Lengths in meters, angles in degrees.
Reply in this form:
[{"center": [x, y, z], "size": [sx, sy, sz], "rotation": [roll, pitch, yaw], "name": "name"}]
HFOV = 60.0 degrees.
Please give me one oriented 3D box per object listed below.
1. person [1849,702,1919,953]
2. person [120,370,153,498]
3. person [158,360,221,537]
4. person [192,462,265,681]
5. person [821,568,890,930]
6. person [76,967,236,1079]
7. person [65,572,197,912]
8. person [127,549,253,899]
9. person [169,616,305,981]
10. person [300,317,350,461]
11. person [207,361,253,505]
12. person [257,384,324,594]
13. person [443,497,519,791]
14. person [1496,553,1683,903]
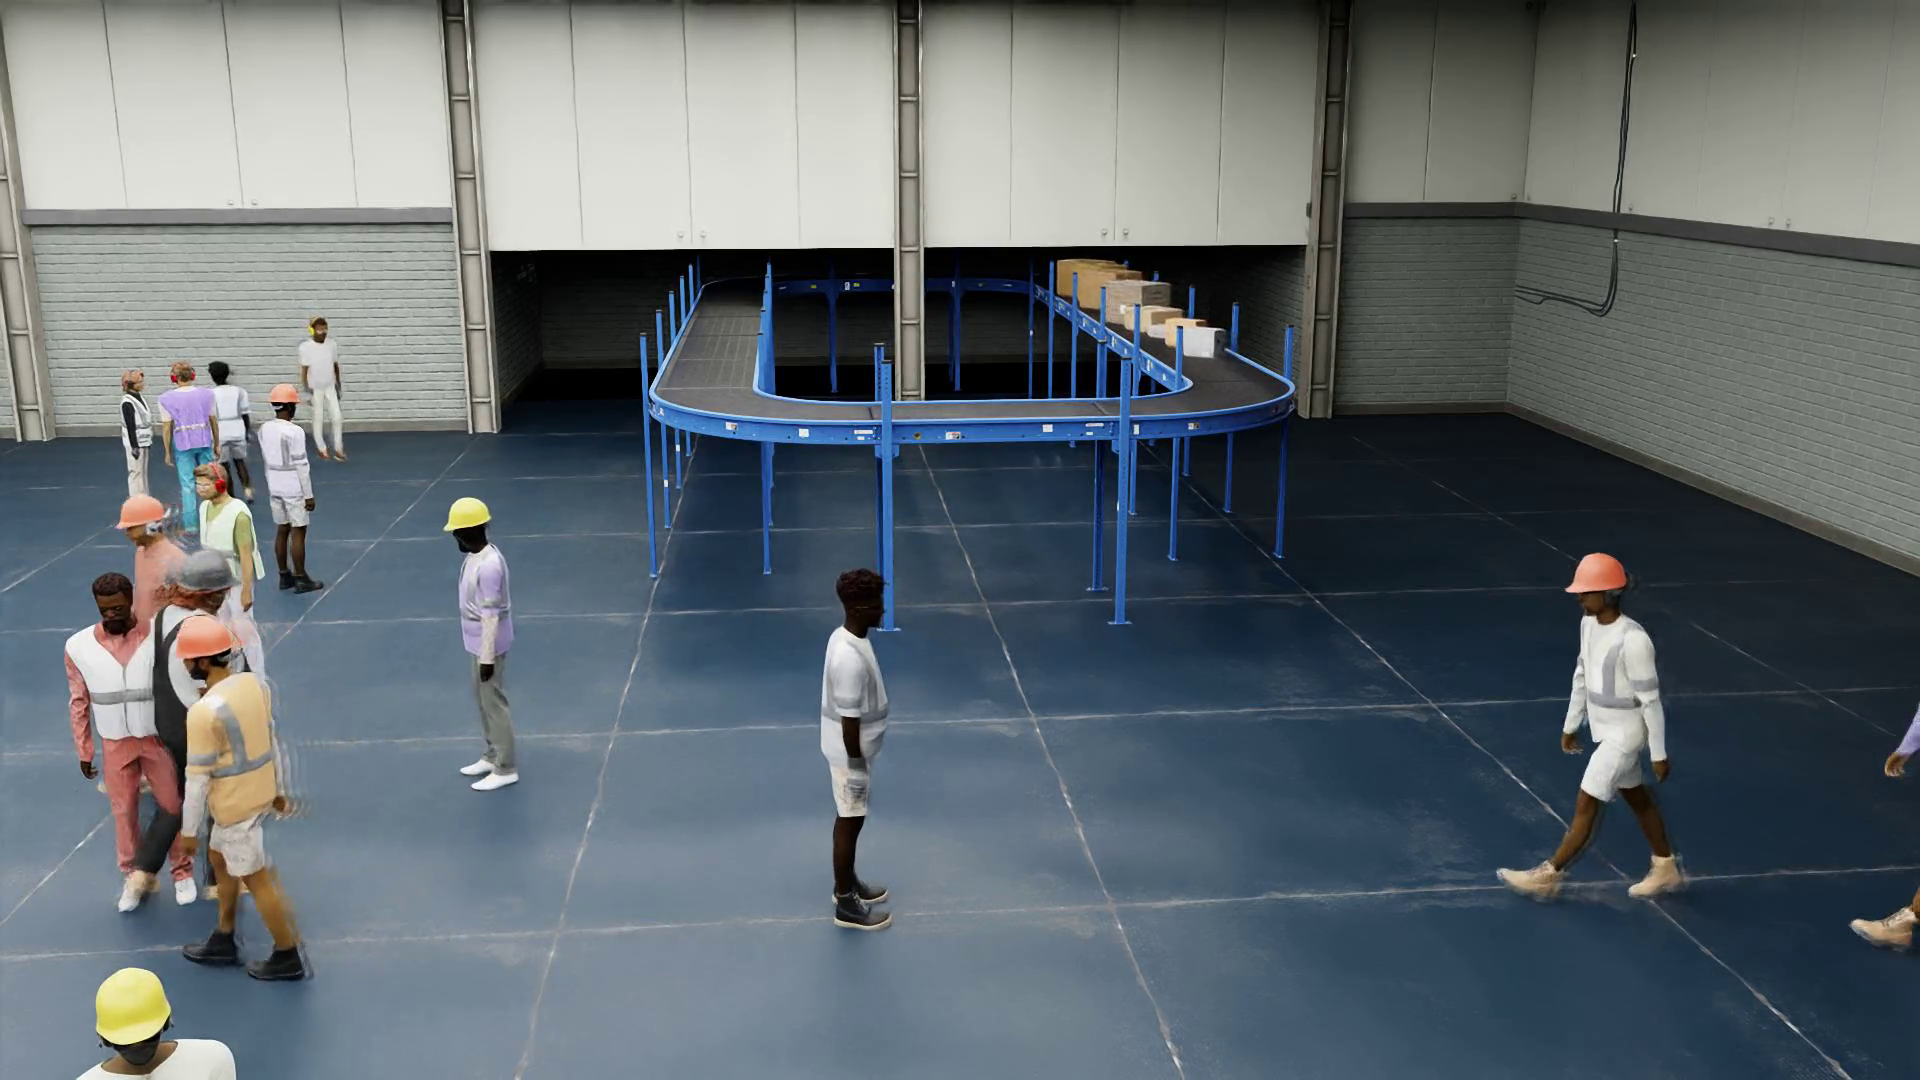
[{"center": [5.137, 1.164, 8.581], "size": [1.002, 1.996, 0.626], "rotation": [0, 14, 2], "name": "person"}, {"center": [-8.935, -1.031, 18.091], "size": [0.315, 1.640, 0.515], "rotation": [-3, 14, -12], "name": "person"}, {"center": [-8.000, -0.948, 17.337], "size": [0.564, 1.848, 0.390], "rotation": [-12, 18, -39], "name": "person"}, {"center": [-5.387, 0.319, 12.308], "size": [0.568, 1.832, 0.406], "rotation": [11, 18, 37], "name": "person"}, {"center": [-0.559, 1.101, 8.905], "size": [0.366, 1.962, 0.612], "rotation": [-1, 14, -3], "name": "person"}, {"center": [-2.482, 2.134, 5.198], "size": [0.527, 1.761, 0.327], "rotation": [-9, 17, -33], "name": "person"}, {"center": [-4.508, 1.084, 9.096], "size": [0.599, 1.908, 0.400], "rotation": [-6, 15, -21], "name": "person"}, {"center": [-4.195, 1.015, 9.094], "size": [0.713, 2.000, 0.727], "rotation": [11, 18, 37], "name": "person"}, {"center": [-3.692, 1.294, 8.236], "size": [0.817, 1.902, 0.566], "rotation": [1, 14, 5], "name": "person"}, {"center": [-8.069, -1.904, 21.160], "size": [0.564, 1.842, 0.754], "rotation": [-12, 18, -40], "name": "person"}, {"center": [-8.161, -1.156, 18.490], "size": [0.538, 1.681, 0.360], "rotation": [-14, 19, -43], "name": "person"}, {"center": [-6.133, -0.471, 15.275], "size": [0.561, 1.926, 0.403], "rotation": [8, 16, 29], "name": "person"}, {"center": [-3.091, 0.661, 10.768], "size": [0.379, 1.919, 0.594], "rotation": [-6, 15, -23], "name": "person"}, {"center": [3.534, 1.048, 9.075], "size": [1.111, 1.973, 0.643], "rotation": [0, 14, 1], "name": "person"}]
